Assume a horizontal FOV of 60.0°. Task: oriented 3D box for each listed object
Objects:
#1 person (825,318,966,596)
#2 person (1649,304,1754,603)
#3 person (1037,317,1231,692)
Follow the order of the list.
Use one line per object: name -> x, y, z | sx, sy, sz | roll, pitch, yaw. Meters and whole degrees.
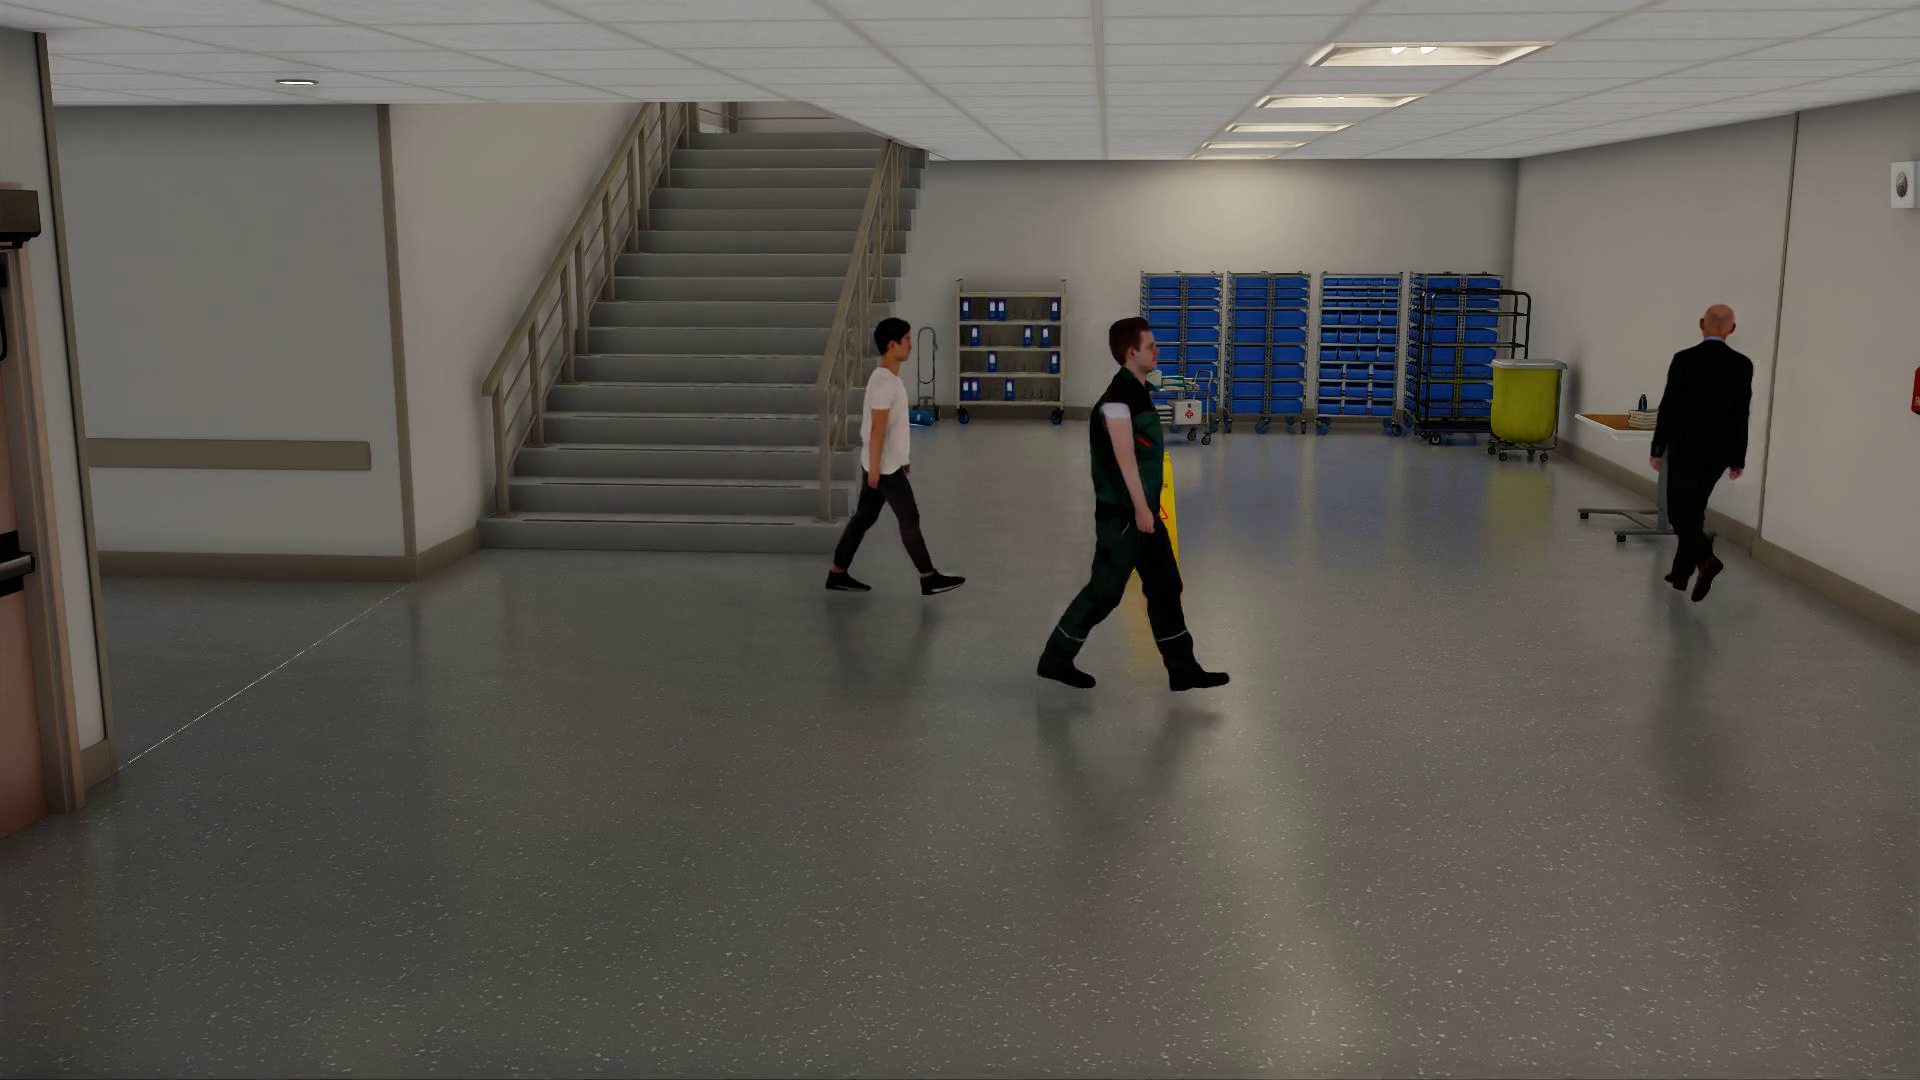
person -> -0.537, -0.462, 10.059 | 0.818, 1.672, 1.062 | -1, 11, -4
person -> 4.486, -0.505, 10.025 | 0.728, 1.768, 1.096 | 0, 11, 1
person -> 0.729, -0.125, 7.934 | 0.869, 1.802, 1.142 | 3, 11, 17
